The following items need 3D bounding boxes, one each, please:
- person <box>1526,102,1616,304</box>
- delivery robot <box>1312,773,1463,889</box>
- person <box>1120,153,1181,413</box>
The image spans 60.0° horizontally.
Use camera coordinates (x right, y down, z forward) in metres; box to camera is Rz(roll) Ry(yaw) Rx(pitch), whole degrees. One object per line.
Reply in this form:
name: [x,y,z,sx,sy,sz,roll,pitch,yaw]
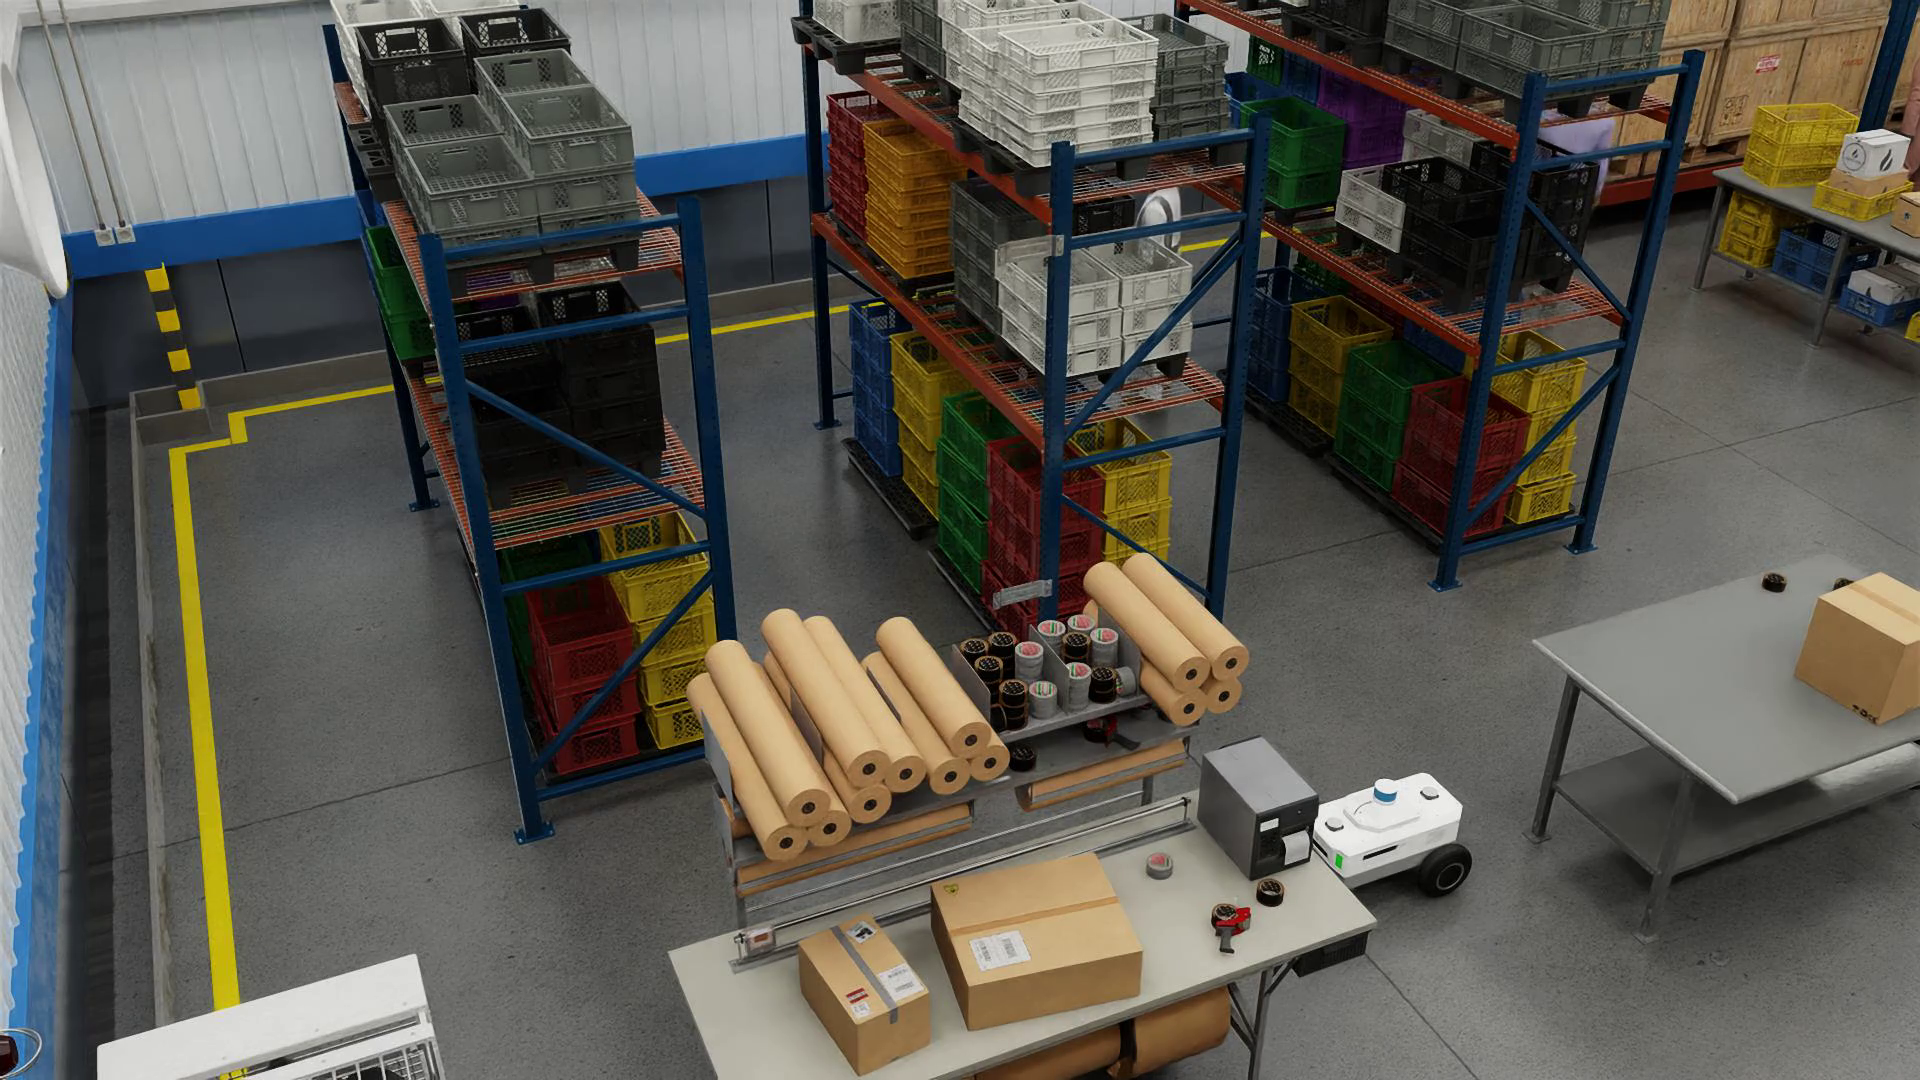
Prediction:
person: [4.610,-2.713,12.787,0.651,1.921,0.468,10,33,15]
delivery robot: [1.888,1.293,7.490,0.707,0.478,0.477,-13,34,-20]
person: [1.316,-1.778,11.322,0.350,1.876,0.568,9,33,15]
